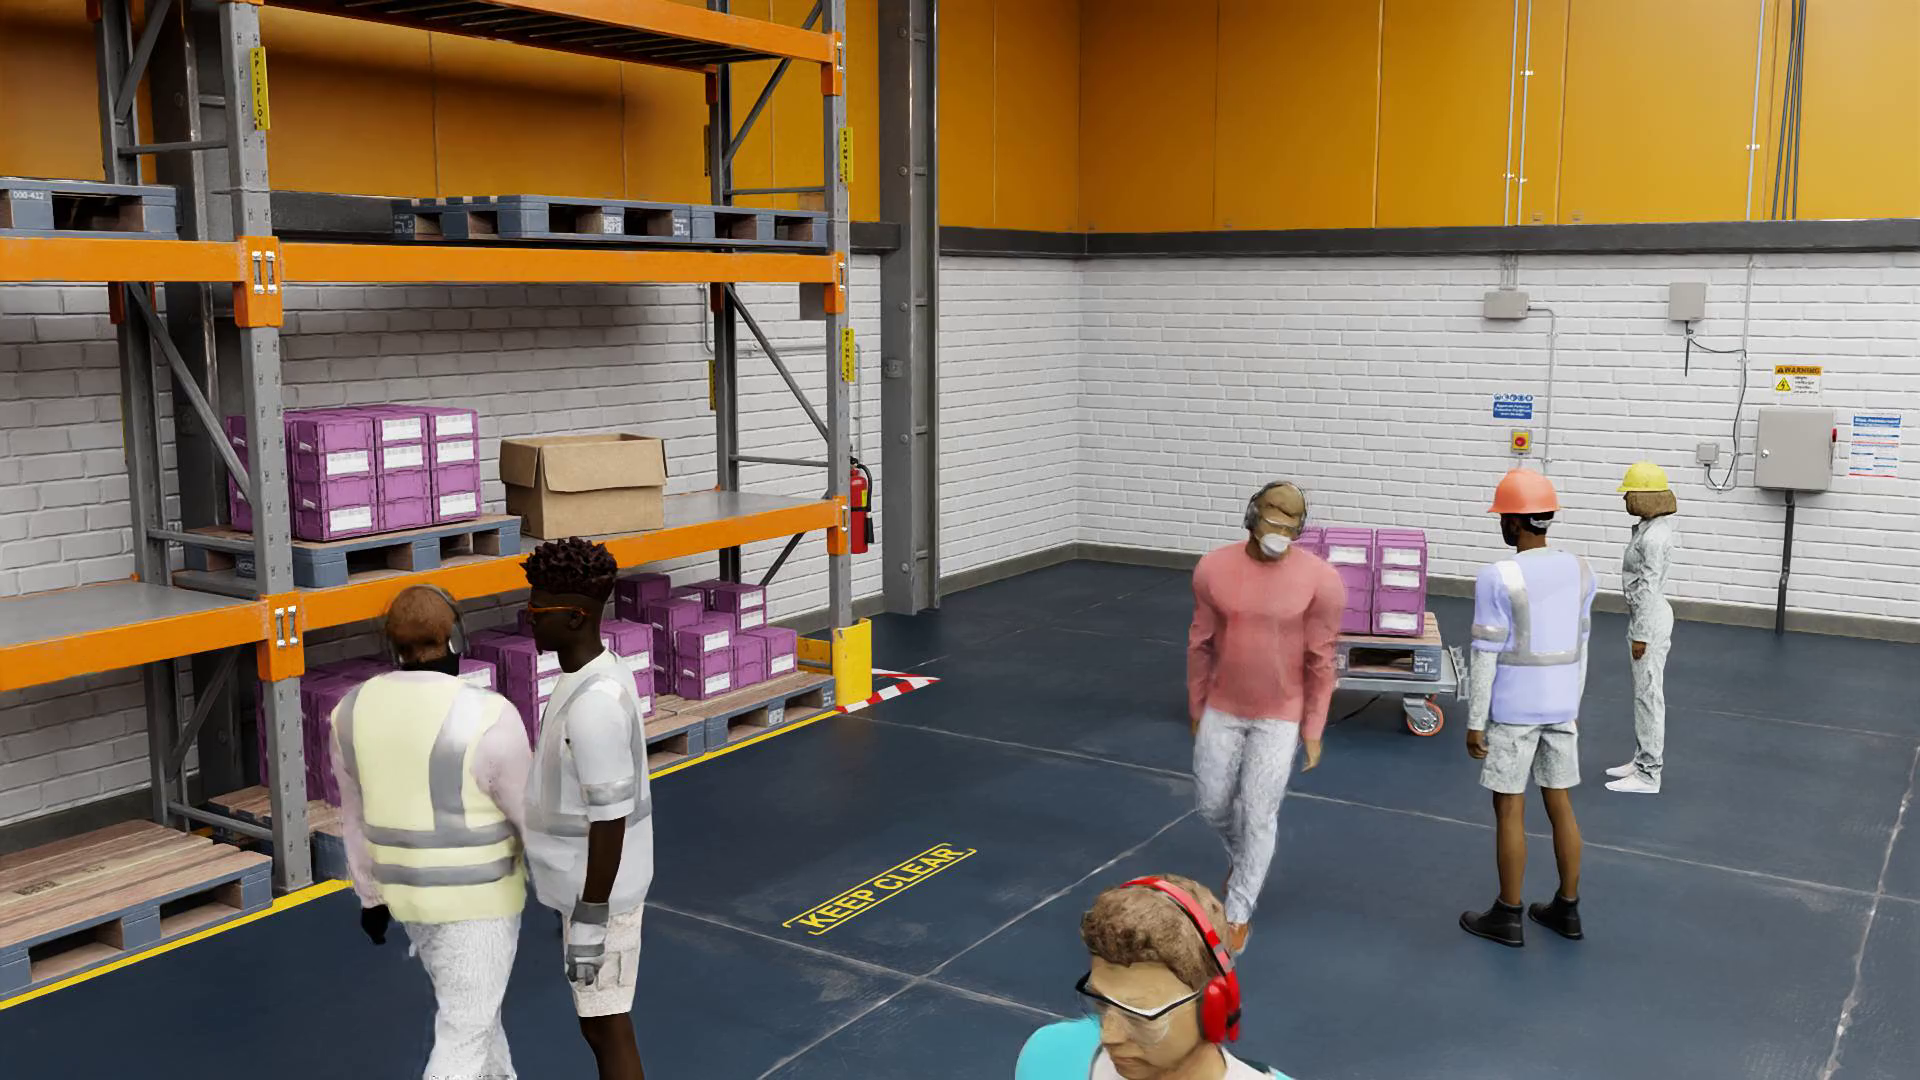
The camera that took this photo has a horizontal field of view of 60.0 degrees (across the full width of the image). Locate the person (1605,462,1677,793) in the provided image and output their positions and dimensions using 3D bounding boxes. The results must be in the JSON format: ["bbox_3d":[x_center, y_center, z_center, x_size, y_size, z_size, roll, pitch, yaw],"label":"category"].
[{"bbox_3d":[3.577,0.455,8.752,0.321,1.737,0.484,3,9,21],"label":"person"}]

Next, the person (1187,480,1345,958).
[{"bbox_3d":[1.227,0.689,6.671,0.632,1.910,0.585,5,10,27],"label":"person"}]

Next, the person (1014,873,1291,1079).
[{"bbox_3d":[0.303,1.375,2.465,0.584,1.845,0.405,7,11,38],"label":"person"}]

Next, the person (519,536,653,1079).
[{"bbox_3d":[-1.053,0.961,4.712,0.365,1.965,0.608,-2,9,-15],"label":"person"}]

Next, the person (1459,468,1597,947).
[{"bbox_3d":[2.290,0.673,6.756,0.558,1.924,0.427,-3,9,-19],"label":"person"}]

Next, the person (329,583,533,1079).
[{"bbox_3d":[-1.441,1.025,4.806,0.681,1.810,0.635,4,10,27],"label":"person"}]
